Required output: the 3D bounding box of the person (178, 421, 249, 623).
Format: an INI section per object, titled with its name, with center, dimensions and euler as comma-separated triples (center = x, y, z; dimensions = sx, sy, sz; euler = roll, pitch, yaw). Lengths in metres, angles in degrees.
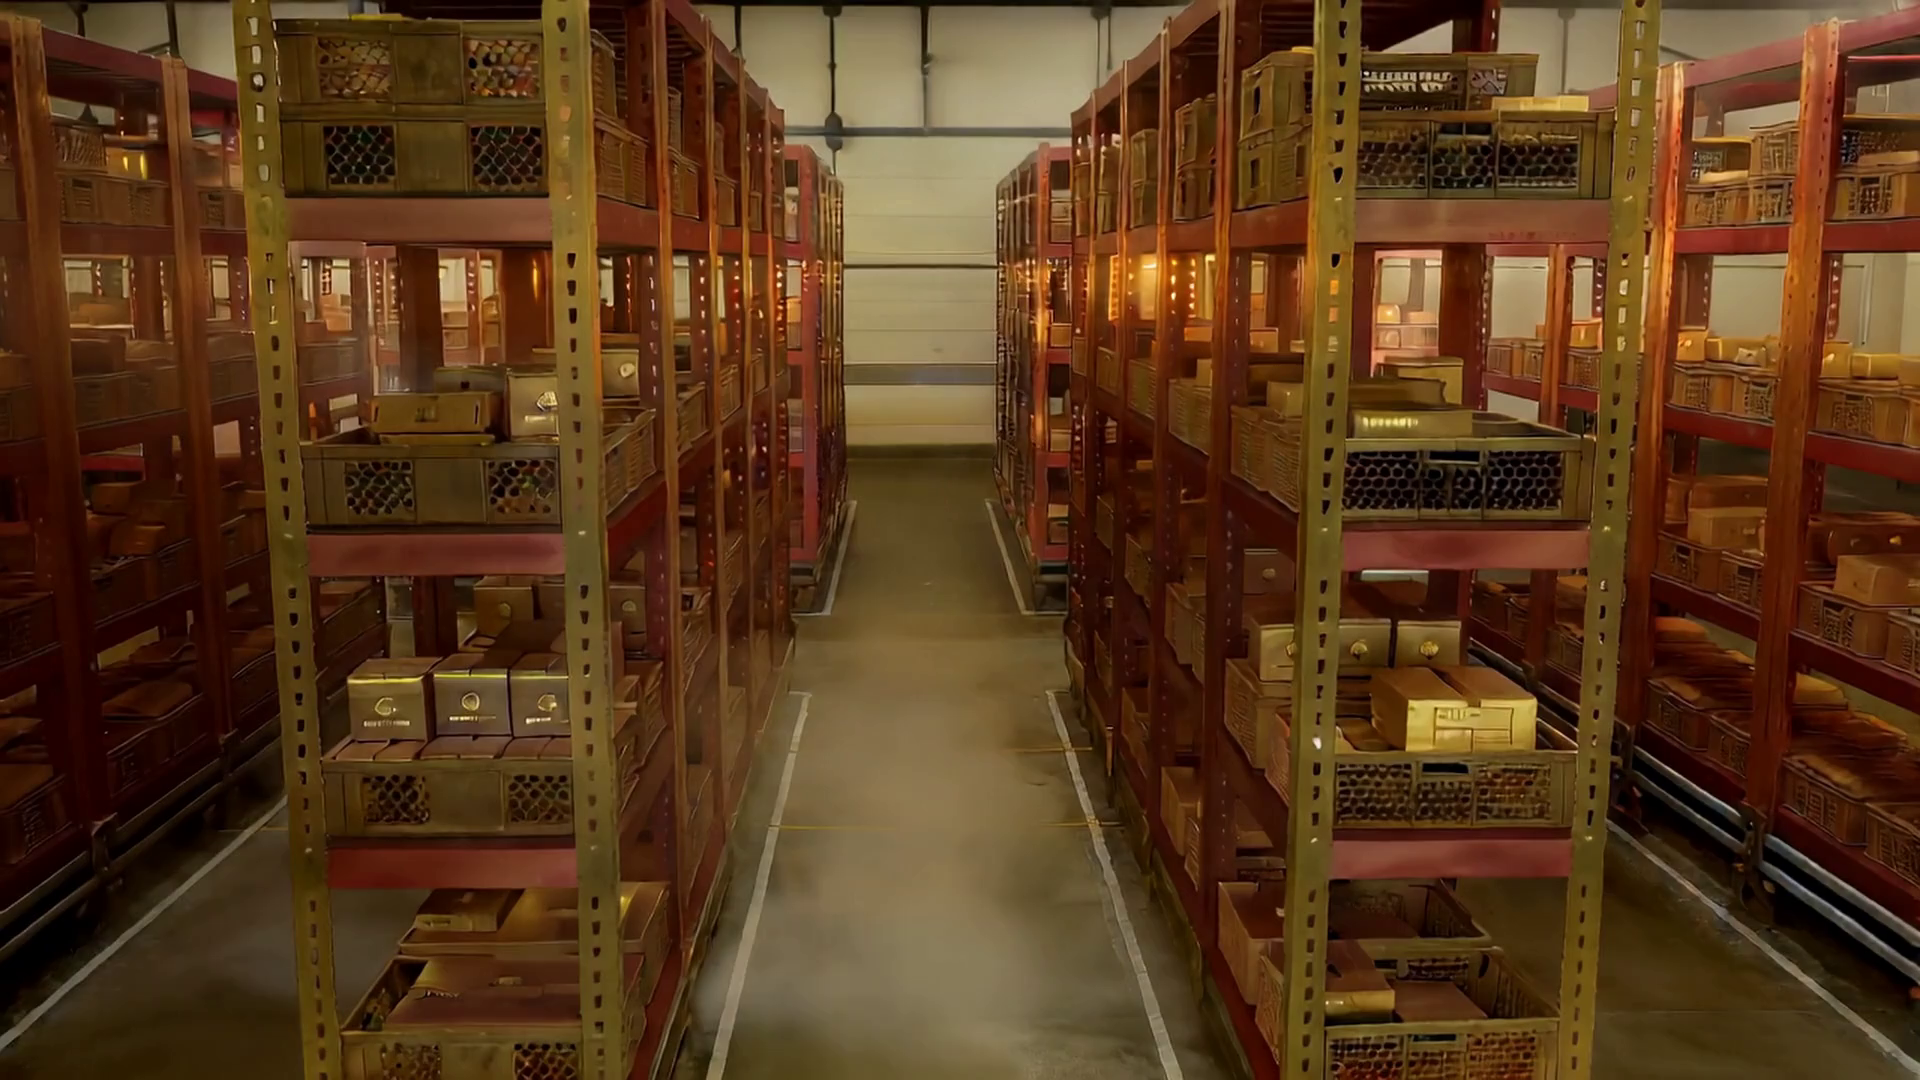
[person]
center = -5.607, -0.288, 12.537
dimensions = 0.373, 1.843, 0.571
euler = 3, 10, 16
